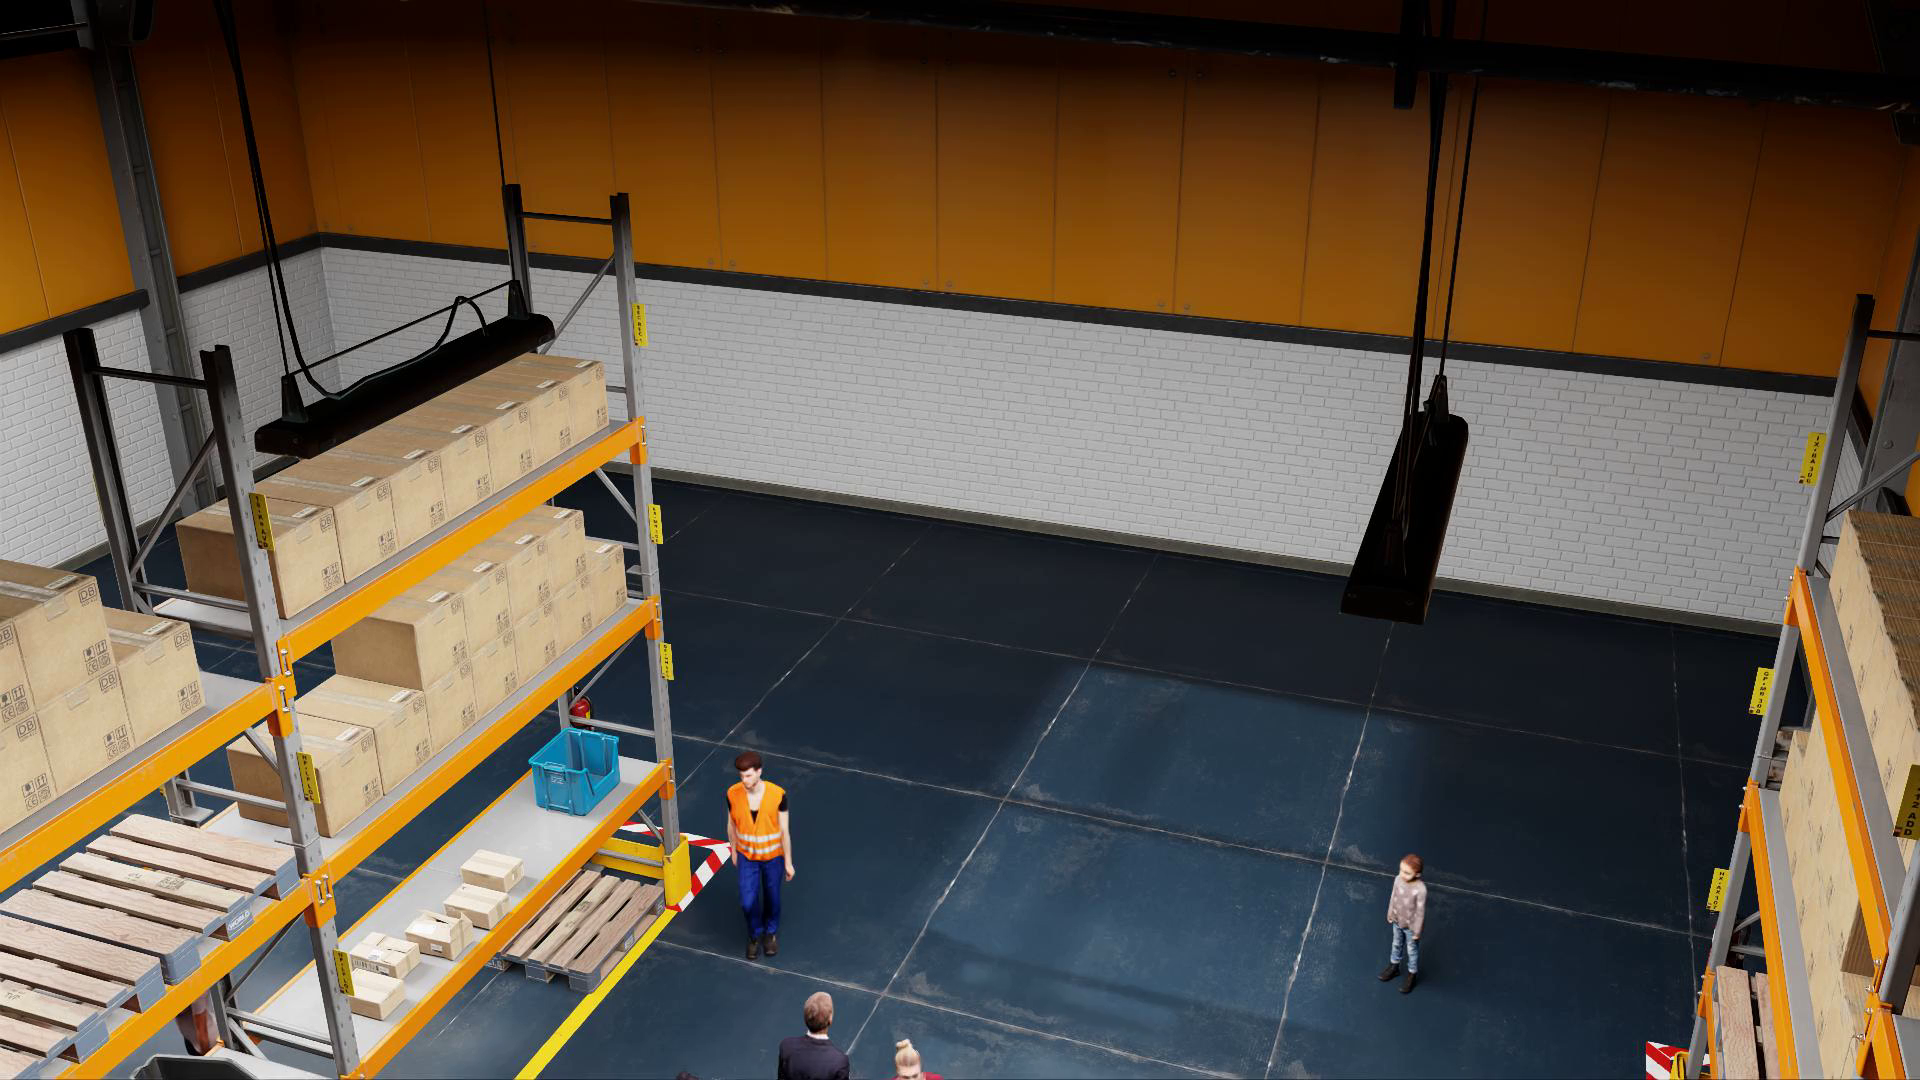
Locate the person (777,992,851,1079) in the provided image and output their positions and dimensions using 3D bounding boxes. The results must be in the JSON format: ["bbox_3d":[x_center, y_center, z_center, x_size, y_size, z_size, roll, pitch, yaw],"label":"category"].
[{"bbox_3d":[-0.948,3.712,10.534,0.740,1.778,1.191,5,24,12],"label":"person"}]

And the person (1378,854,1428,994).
[{"bbox_3d":[3.500,2.961,12.982,0.581,1.194,0.544,-17,29,-34],"label":"person"}]

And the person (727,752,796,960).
[{"bbox_3d":[-1.580,2.454,13.304,0.808,1.864,0.825,-1,24,-2],"label":"person"}]

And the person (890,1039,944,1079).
[{"bbox_3d":[-0.308,3.802,10.439,0.778,1.688,0.823,-8,25,-17],"label":"person"}]
